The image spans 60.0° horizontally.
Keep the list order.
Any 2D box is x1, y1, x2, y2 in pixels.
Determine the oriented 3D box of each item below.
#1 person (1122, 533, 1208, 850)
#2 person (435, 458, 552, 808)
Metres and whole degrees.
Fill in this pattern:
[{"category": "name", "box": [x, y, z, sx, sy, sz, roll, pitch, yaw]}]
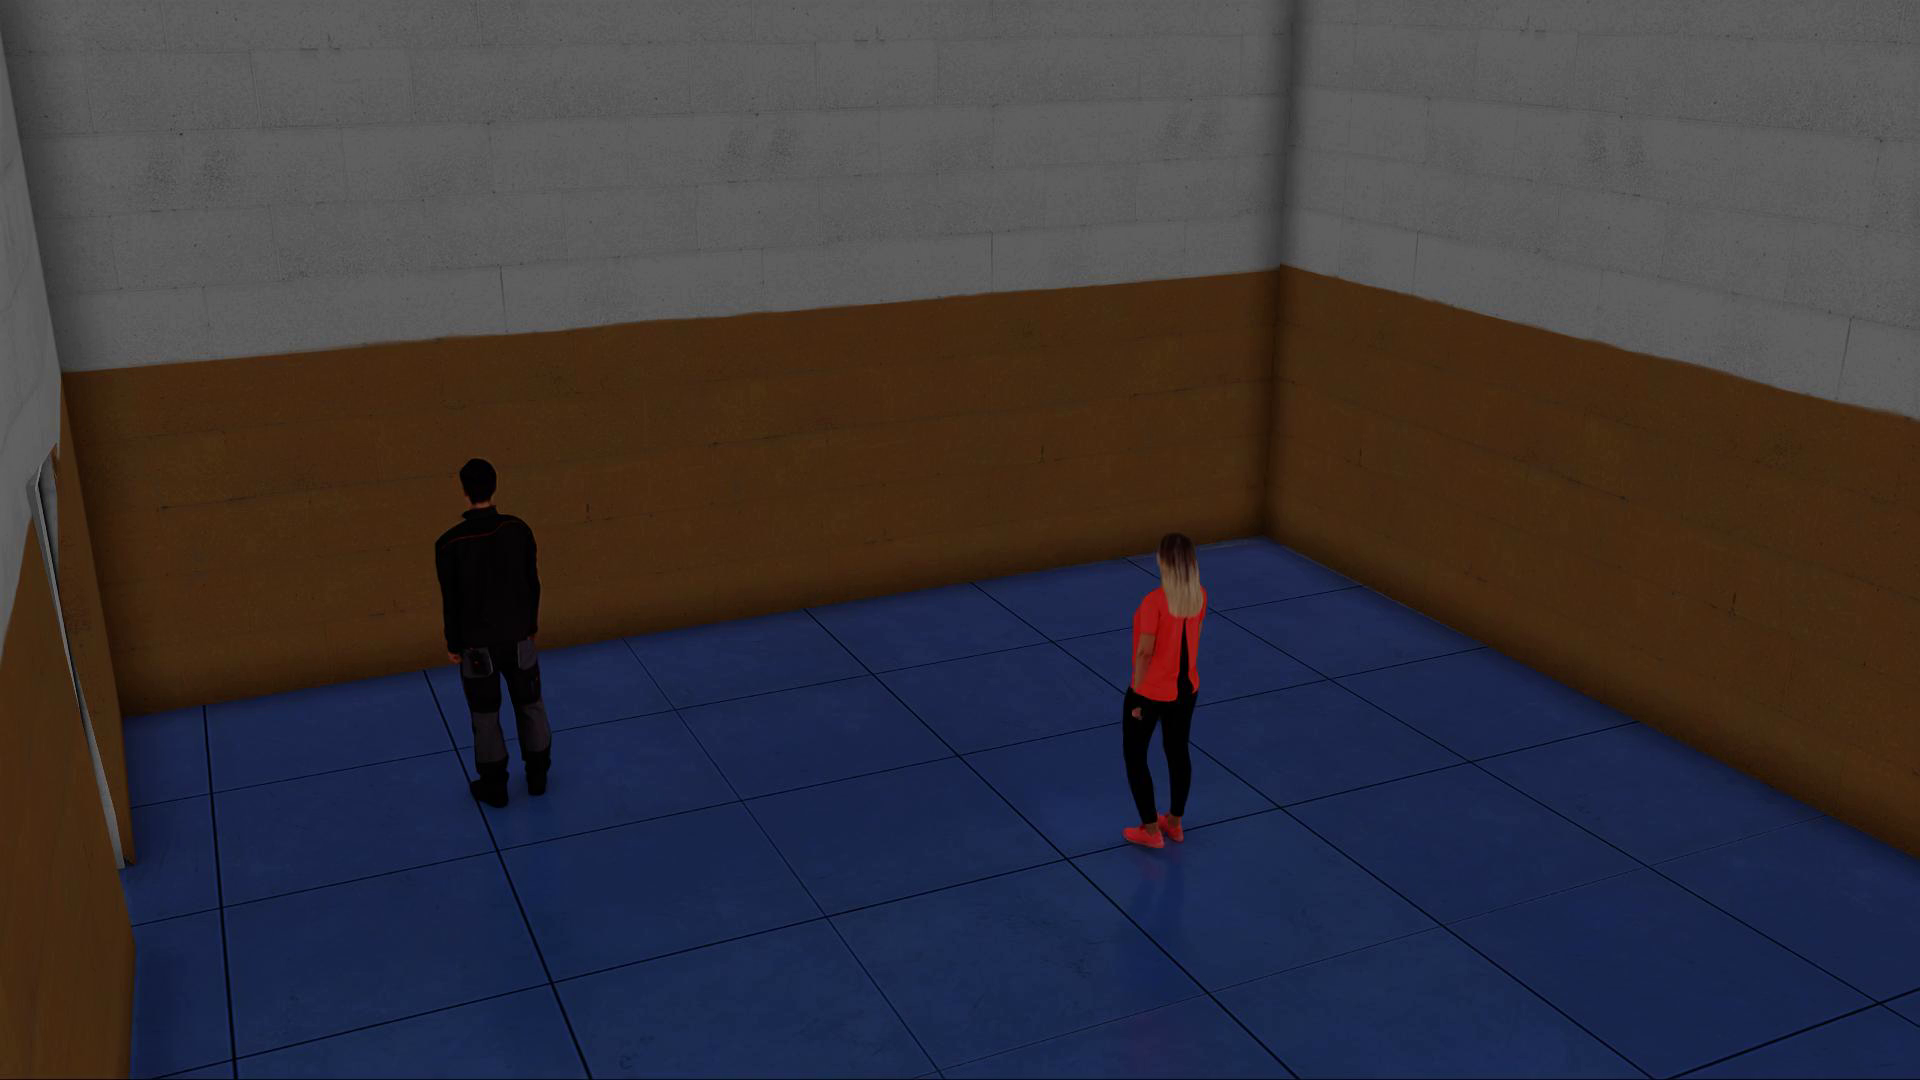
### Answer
[{"category": "person", "box": [1.070, 0.789, 8.535, 0.549, 1.691, 0.720, -14, 23, -35]}, {"category": "person", "box": [-2.517, 0.497, 9.003, 0.574, 1.945, 0.787, -12, 22, -32]}]
